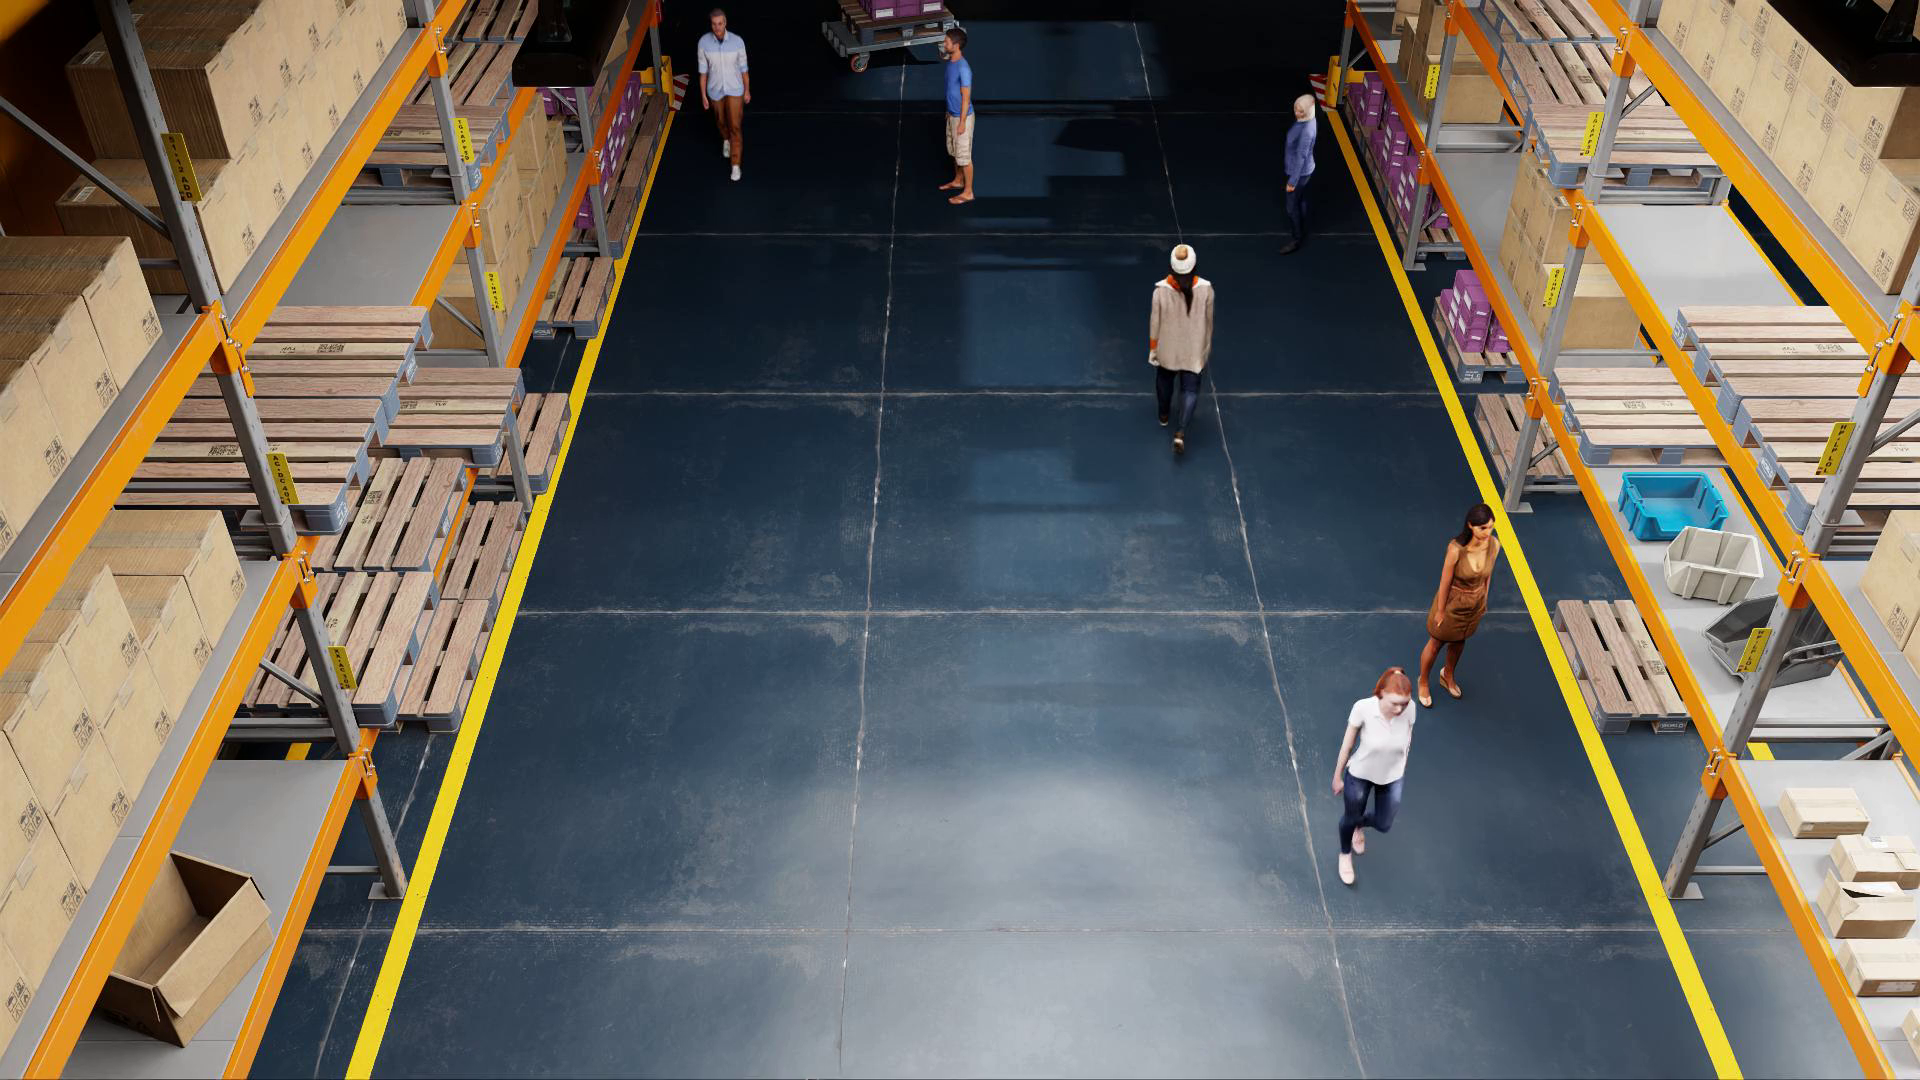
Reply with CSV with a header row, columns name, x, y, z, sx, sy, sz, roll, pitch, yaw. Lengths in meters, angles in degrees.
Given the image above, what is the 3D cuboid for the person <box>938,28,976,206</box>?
name,x,y,z,sx,sy,sz,roll,pitch,yaw
person,-0.008,-4.468,17.458,0.772,1.862,0.605,-12,40,-14

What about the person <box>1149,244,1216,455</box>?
name,x,y,z,sx,sy,sz,roll,pitch,yaw
person,1.835,-1.592,13.858,0.846,1.862,1.163,8,39,10

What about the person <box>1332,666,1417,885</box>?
name,x,y,z,sx,sy,sz,roll,pitch,yaw
person,2.523,1.380,10.246,0.607,1.725,0.656,-1,39,-1

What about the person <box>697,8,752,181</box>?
name,x,y,z,sx,sy,sz,roll,pitch,yaw
person,-2.555,-4.913,18.081,0.693,1.780,1.151,-1,39,-1

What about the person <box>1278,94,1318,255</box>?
name,x,y,z,sx,sy,sz,roll,pitch,yaw
person,3.441,-3.717,16.637,0.937,1.712,0.618,16,41,19

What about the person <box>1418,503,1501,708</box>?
name,x,y,z,sx,sy,sz,roll,pitch,yaw
person,3.436,0.441,11.449,0.624,1.690,0.617,-14,41,-16
